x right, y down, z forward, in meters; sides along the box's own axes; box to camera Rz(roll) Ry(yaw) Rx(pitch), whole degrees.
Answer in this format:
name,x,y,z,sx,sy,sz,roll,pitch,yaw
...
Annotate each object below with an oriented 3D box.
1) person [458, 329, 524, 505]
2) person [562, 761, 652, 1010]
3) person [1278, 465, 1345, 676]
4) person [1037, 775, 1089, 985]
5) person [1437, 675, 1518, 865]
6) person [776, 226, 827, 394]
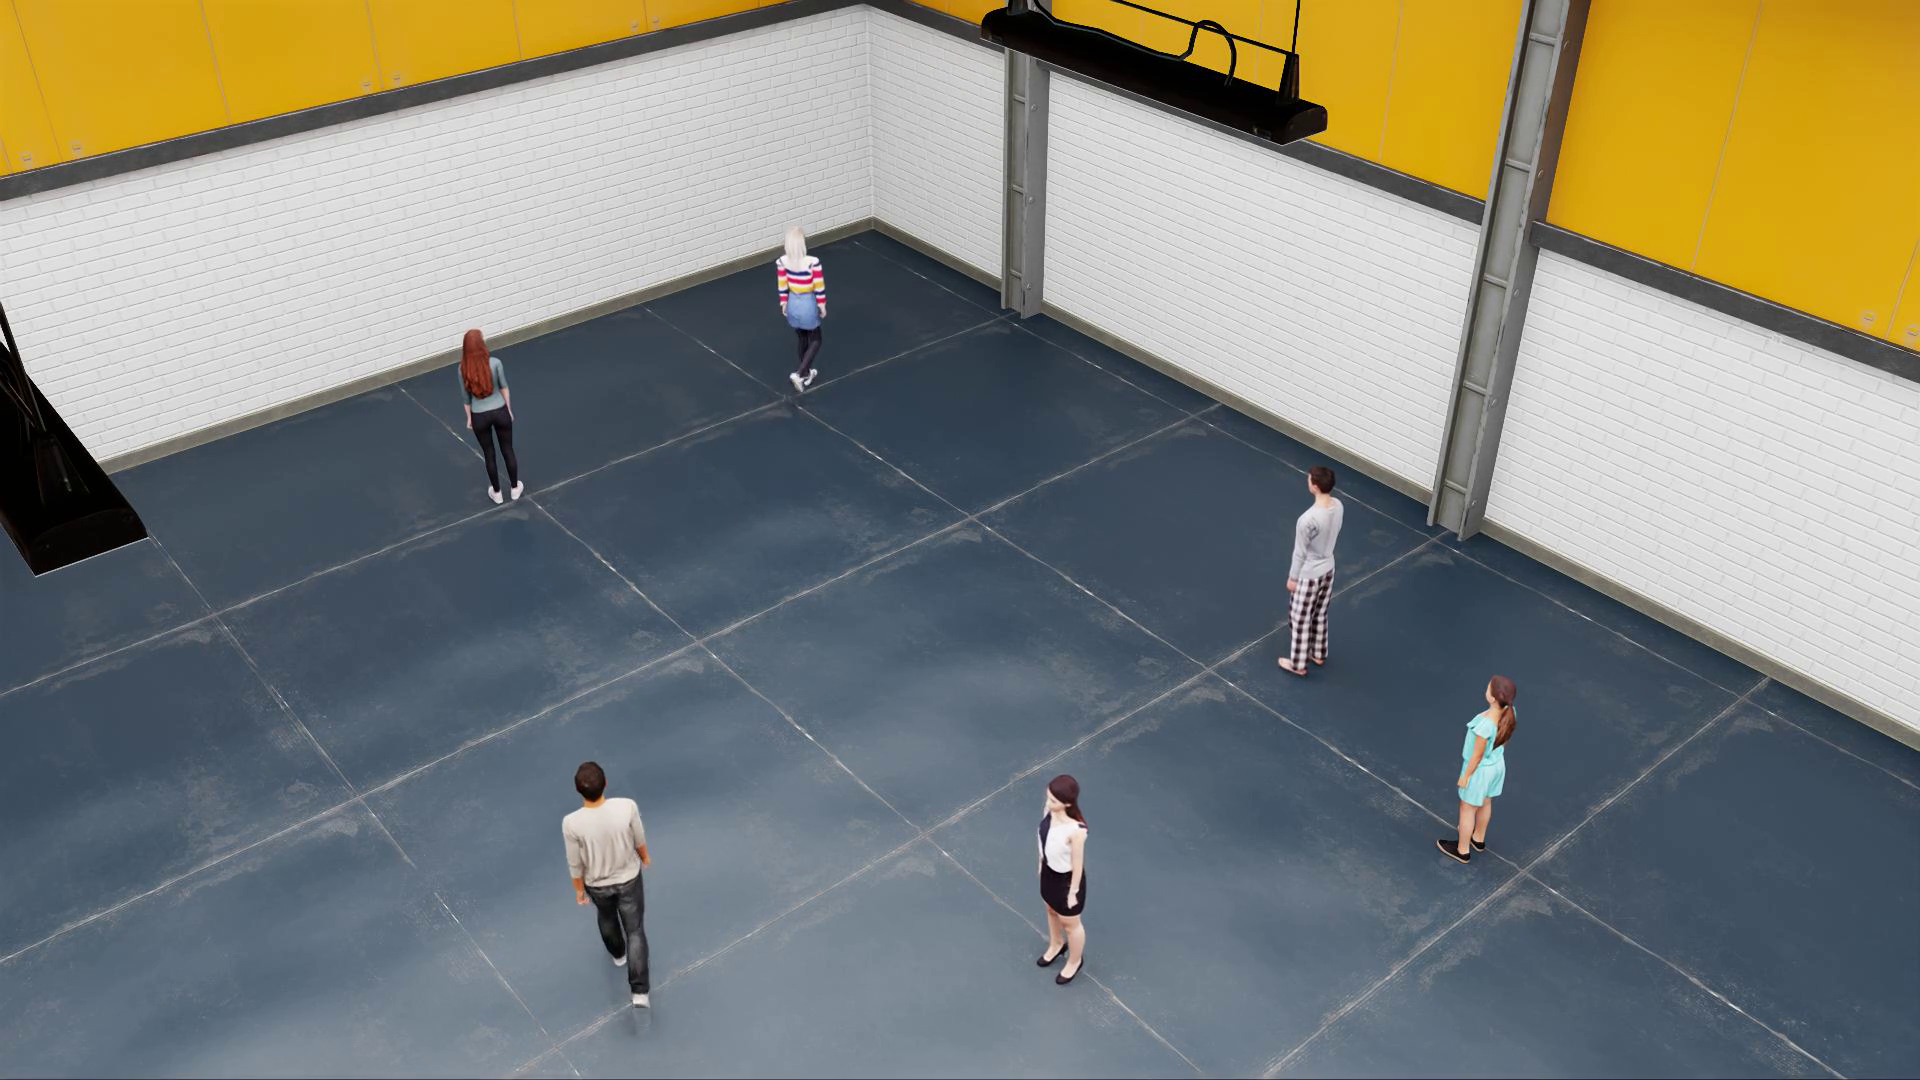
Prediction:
name,x,y,z,sx,sy,sz,roll,pitch,yaw
person,-4.332,-1.134,15.332,0.655,1.743,0.661,-10,35,-14
person,-2.138,2.161,10.339,0.940,1.783,1.167,-9,35,-13
person,2.811,0.247,13.165,0.618,1.842,0.566,-28,42,-35
person,0.653,2.130,10.507,0.631,1.649,0.471,-20,39,-27
person,3.599,1.561,11.445,0.552,1.558,0.545,-22,40,-30
person,-1.642,-2.341,17.100,0.968,1.796,0.969,11,35,17
